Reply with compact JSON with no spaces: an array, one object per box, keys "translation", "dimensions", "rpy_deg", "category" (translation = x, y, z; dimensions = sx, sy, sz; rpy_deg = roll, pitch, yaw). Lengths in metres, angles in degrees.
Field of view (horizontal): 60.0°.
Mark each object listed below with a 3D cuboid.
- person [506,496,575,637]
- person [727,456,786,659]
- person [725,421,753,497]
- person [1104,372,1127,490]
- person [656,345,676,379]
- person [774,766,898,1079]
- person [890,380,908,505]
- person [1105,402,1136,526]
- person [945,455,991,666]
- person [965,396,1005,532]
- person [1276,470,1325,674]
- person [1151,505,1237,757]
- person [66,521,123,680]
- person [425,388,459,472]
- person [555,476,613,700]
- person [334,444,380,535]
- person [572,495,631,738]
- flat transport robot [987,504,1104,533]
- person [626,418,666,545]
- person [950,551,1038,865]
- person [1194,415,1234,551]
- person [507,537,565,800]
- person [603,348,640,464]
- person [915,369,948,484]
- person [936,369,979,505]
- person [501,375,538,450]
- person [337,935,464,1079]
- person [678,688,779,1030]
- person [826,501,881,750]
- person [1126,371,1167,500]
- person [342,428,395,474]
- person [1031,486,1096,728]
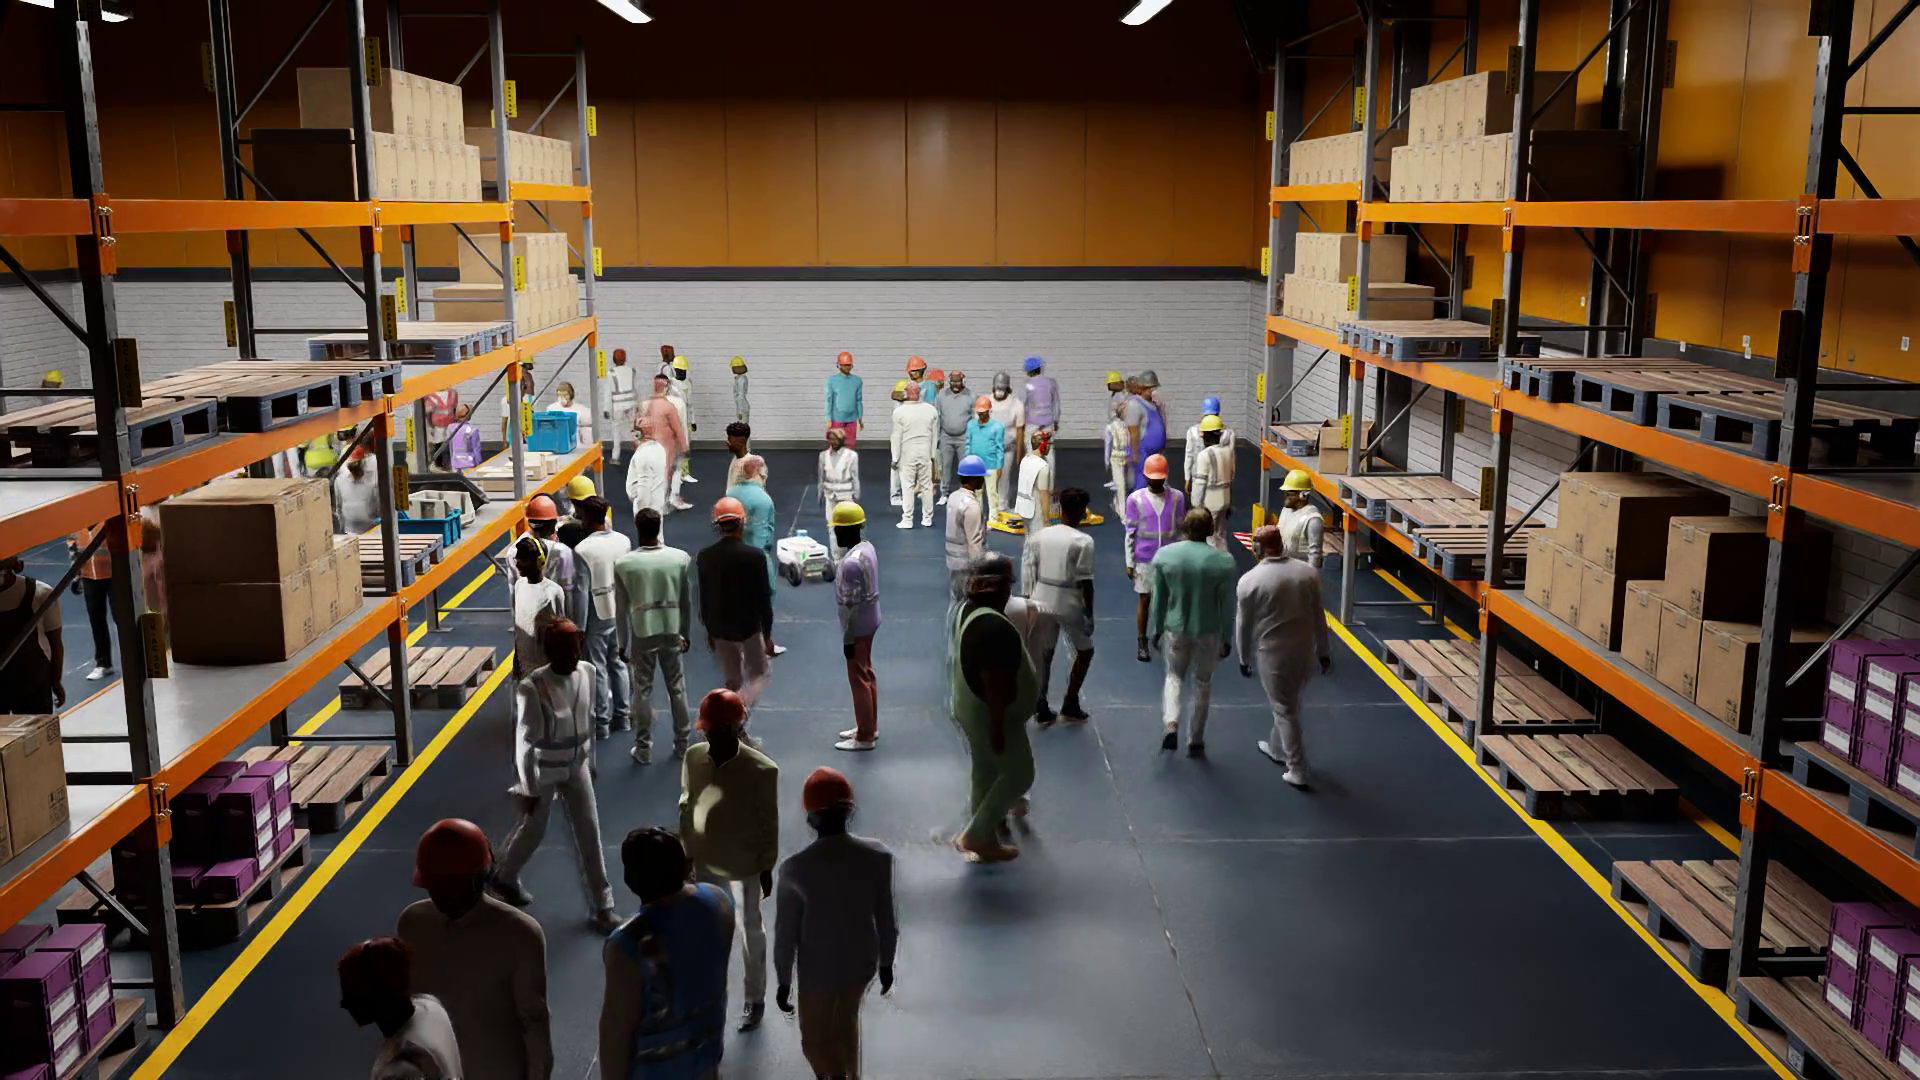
[{"translation":[-3.202,0.619,12.838],"dimensions":[0.547,1.927,0.413],"rpy_deg":[3,12,16],"category":"person"},{"translation":[-1.921,0.172,15.210],"dimensions":[0.717,1.866,0.663],"rpy_deg":[-10,15,-42],"category":"person"},{"translation":[-2.208,-0.241,17.028],"dimensions":[0.367,1.964,0.609],"rpy_deg":[-5,13,-26],"category":"person"},{"translation":[2.283,-1.614,24.513],"dimensions":[0.324,1.731,0.491],"rpy_deg":[-4,12,-17],"category":"person"},{"translation":[-4.817,-2.270,27.410],"dimensions":[0.341,1.881,0.587],"rpy_deg":[-5,12,-25],"category":"person"},{"translation":[-0.506,1.840,7.189],"dimensions":[0.572,1.727,0.666],"rpy_deg":[-8,14,-35],"category":"person"},{"translation":[-0.817,-1.360,23.204],"dimensions":[0.325,1.740,0.492],"rpy_deg":[0,11,-2],"category":"person"},{"translation":[2.136,-1.033,21.878],"dimensions":[0.549,1.612,0.730],"rpy_deg":[-3,12,-16],"category":"person"},{"translation":[0.075,0.210,14.811],"dimensions":[0.405,1.945,0.615],"rpy_deg":[-4,12,-19],"category":"person"},{"translation":[0.302,-0.978,21.286],"dimensions":[0.565,1.743,0.353],"rpy_deg":[7,13,31],"category":"person"},{"translation":[2.964,0.285,14.728],"dimensions":[0.403,1.833,0.591],"rpy_deg":[-4,12,-19],"category":"person"},{"translation":[1.743,0.691,12.438],"dimensions":[0.642,1.928,0.501],"rpy_deg":[3,12,16],"category":"person"},{"translation":[-7.486,0.287,14.517],"dimensions":[0.591,1.915,0.407],"rpy_deg":[1,11,4],"category":"person"},{"translation":[-7.832,-1.736,25.239],"dimensions":[0.559,1.671,0.550],"rpy_deg":[-8,14,-35],"category":"person"},{"translation":[-3.115,0.416,13.830],"dimensions":[0.367,1.927,0.590],"rpy_deg":[11,16,44],"category":"person"},{"translation":[-6.195,-0.155,17.274],"dimensions":[0.570,1.707,0.927],"rpy_deg":[0,11,0],"category":"person"},{"translation":[-2.780,0.597,12.981],"dimensions":[0.405,1.909,0.597],"rpy_deg":[6,13,27],"category":"person"},{"translation":[1.099,-0.293,21.555],"dimensions":[1.431,0.197,0.652],"rpy_deg":[-7,13,-32],"category":"flat transport robot"},{"translation":[-3.356,-0.357,17.764],"dimensions":[0.407,1.904,0.654],"rpy_deg":[1,11,6],"category":"person"},{"translation":[0.219,1.046,10.387],"dimensions":[0.544,2.000,0.710],"rpy_deg":[-3,12,-15],"category":"person"},{"translation":[2.706,-0.389,17.911],"dimensions":[0.401,1.915,0.587],"rpy_deg":[9,15,39],"category":"person"},{"translation":[-2.950,0.892,11.591],"dimensions":[0.513,1.872,0.328],"rpy_deg":[8,14,35],"category":"person"},{"translation":[-5.414,-2.134,26.736],"dimensions":[0.665,1.883,0.613],"rpy_deg":[-7,13,-31],"category":"person"},{"translation":[-0.417,-1.681,24.798],"dimensions":[0.502,1.742,0.570],"rpy_deg":[4,12,21],"category":"person"},{"translation":[-0.055,-1.419,23.090],"dimensions":[0.638,1.907,0.408],"rpy_deg":[2,11,11],"category":"person"},{"translation":[-6.083,-1.386,23.072],"dimensions":[0.513,1.844,0.328],"rpy_deg":[-4,12,-20],"category":"person"},{"translation":[-1.694,2.142,5.392],"dimensions":[0.610,1.865,0.626],"rpy_deg":[-1,11,-7],"category":"person"},{"translation":[-1.178,1.592,8.370],"dimensions":[0.562,1.752,0.327],"rpy_deg":[5,12,23],"category":"person"},{"translation":[-0.810,0.650,12.695],"dimensions":[0.399,1.919,0.582],"rpy_deg":[2,11,9],"category":"person"},{"translation":[2.392,-1.235,21.823],"dimensions":[0.636,2.000,0.688],"rpy_deg":[6,13,27],"category":"person"},{"translation":[-6.167,-0.263,17.489],"dimensions":[0.600,1.822,0.446],"rpy_deg":[0,11,2],"category":"person"},{"translation":[0.825,0.533,13.190],"dimensions":[0.643,1.936,0.550],"rpy_deg":[9,14,38],"category":"person"}]
